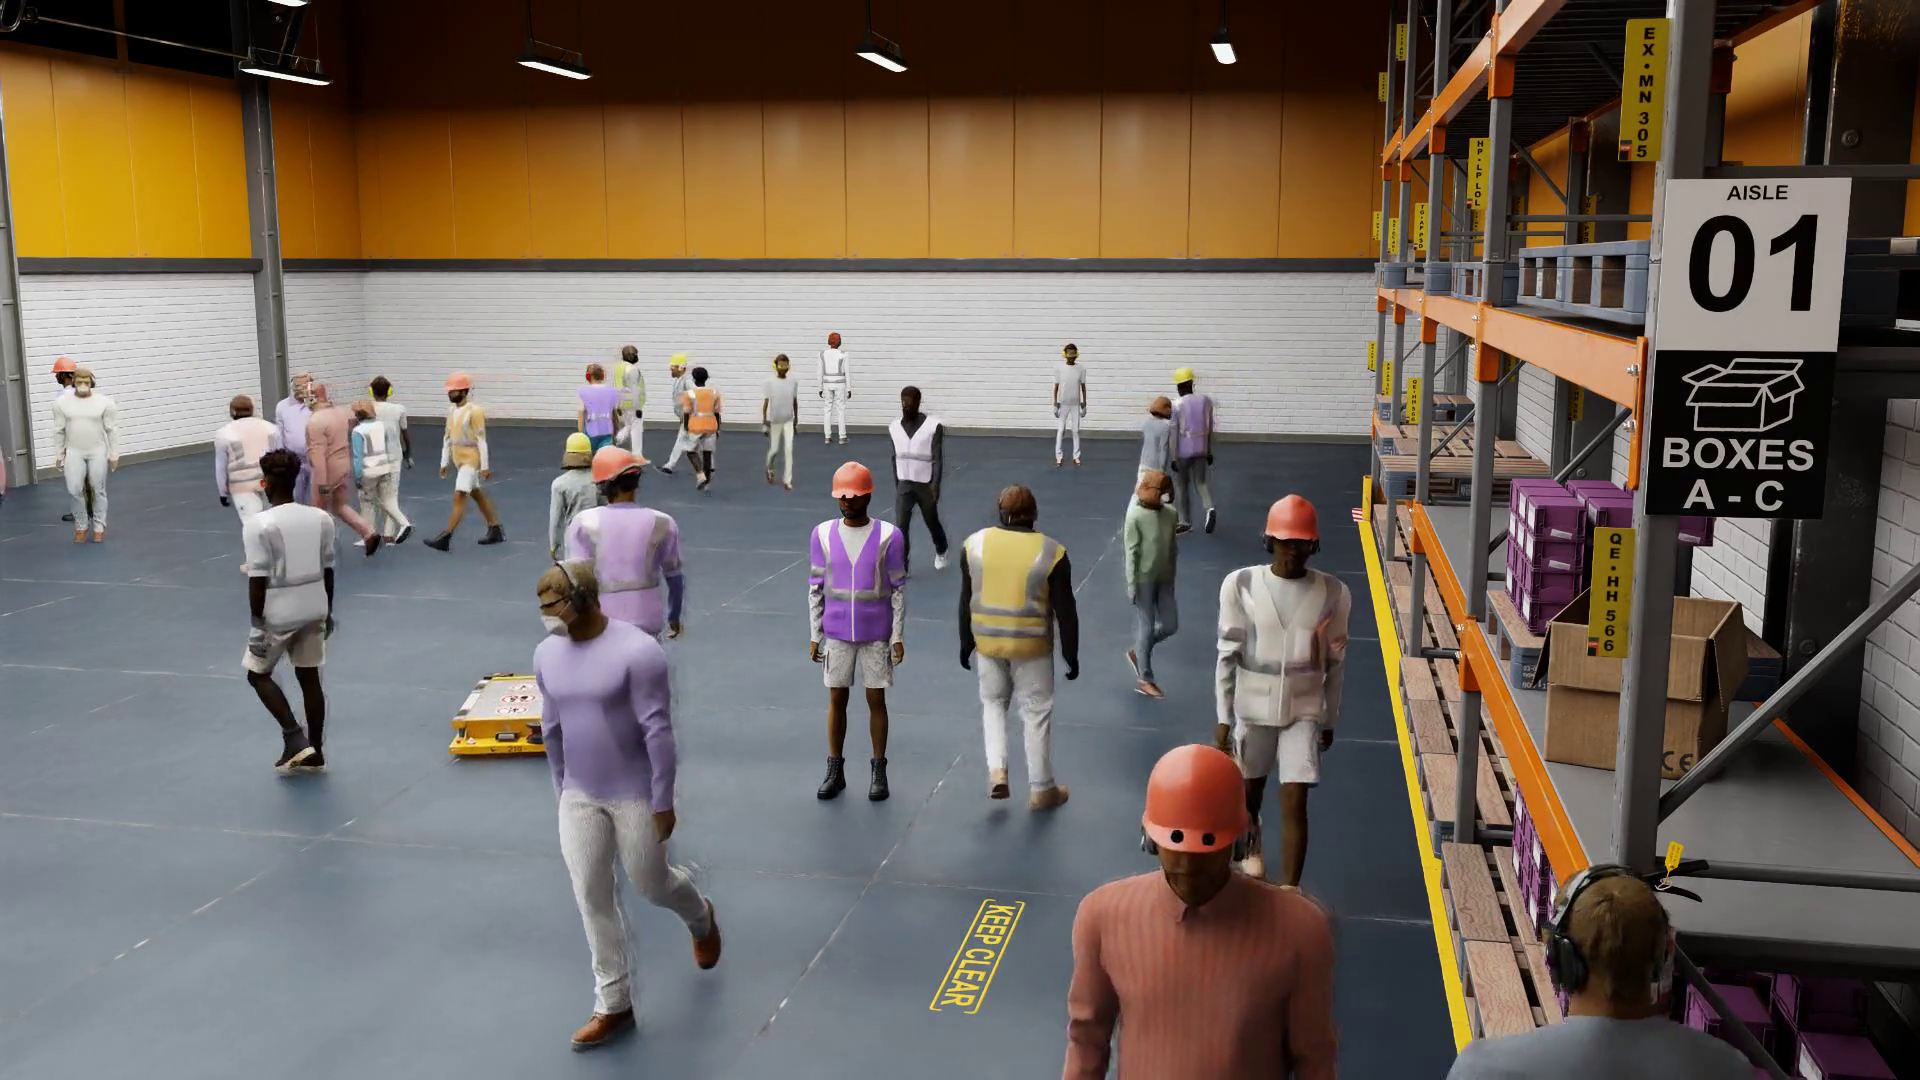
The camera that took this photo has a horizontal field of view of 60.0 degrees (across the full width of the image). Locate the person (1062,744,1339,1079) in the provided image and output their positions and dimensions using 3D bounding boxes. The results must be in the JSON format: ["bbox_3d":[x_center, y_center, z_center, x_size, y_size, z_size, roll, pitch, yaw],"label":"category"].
[{"bbox_3d":[0.532,1.426,3.806,0.645,1.976,0.474,3,10,17],"label":"person"}]

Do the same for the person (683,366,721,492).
[{"bbox_3d":[-3.398,-1.451,22.018,0.547,1.683,0.415,-6,11,-31],"label":"person"}]

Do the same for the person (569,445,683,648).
[{"bbox_3d":[-1.880,0.471,9.431,0.654,2.010,0.789,-2,10,-14],"label":"person"}]

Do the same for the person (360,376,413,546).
[{"bbox_3d":[-6.265,-0.876,18.172,0.503,1.816,0.990,-2,10,-12],"label":"person"}]

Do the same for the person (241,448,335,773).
[{"bbox_3d":[-3.981,0.434,9.848,0.419,1.952,0.636,5,11,29],"label":"person"}]

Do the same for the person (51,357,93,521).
[{"bbox_3d":[-10.518,-1.194,19.715,0.365,1.939,0.542,0,9,-2],"label":"person"}]

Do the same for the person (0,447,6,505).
[{"bbox_3d":[-9.296,-0.480,15.565,0.666,1.887,0.512,-2,10,-15],"label":"person"}]

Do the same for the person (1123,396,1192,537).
[{"bbox_3d":[2.164,-0.798,18.394,0.885,1.573,0.507,-6,11,-32],"label":"person"}]

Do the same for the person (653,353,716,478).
[{"bbox_3d":[-3.948,-1.777,23.766,0.977,1.761,0.605,-4,10,-22],"label":"person"}]

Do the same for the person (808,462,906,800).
[{"bbox_3d":[-0.586,0.518,9.404,0.552,1.935,0.367,1,9,6],"label":"person"}]

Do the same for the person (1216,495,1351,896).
[{"bbox_3d":[1.499,0.759,7.785,0.605,2.009,1.034,1,10,9],"label":"person"}]

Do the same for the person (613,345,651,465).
[{"bbox_3d":[-5.002,-2.014,25.003,0.604,1.826,0.631,-6,11,-33],"label":"person"}]

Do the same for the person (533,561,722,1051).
[{"bbox_3d":[-1.358,0.991,6.695,0.669,1.894,0.841,4,10,22],"label":"person"}]

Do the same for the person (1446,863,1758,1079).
[{"bbox_3d":[1.210,1.559,3.181,0.625,1.908,0.826,-2,10,-10],"label":"person"}]

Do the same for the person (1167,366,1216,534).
[{"bbox_3d":[2.623,-0.995,18.639,0.619,1.896,0.753,-3,10,-20],"label":"person"}]

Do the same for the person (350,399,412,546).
[{"bbox_3d":[-6.212,-0.710,17.770,0.632,1.616,0.531,4,10,21],"label":"person"}]

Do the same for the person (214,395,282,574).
[{"bbox_3d":[-6.764,-0.496,15.949,0.848,1.798,0.645,7,12,37],"label":"person"}]

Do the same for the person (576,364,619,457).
[{"bbox_3d":[-4.553,-1.316,20.888,0.589,1.786,0.992,-6,11,-34],"label":"person"}]

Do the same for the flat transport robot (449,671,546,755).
[{"bbox_3d":[-2.875,1.108,10.859,0.652,0.197,1.431,-1,9,-7],"label":"flat transport robot"}]

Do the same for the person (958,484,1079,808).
[{"bbox_3d":[0.324,0.603,9.227,0.691,1.824,0.434,4,10,20],"label":"person"}]

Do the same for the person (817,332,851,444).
[{"bbox_3d":[-2.116,-2.566,28.142,0.586,1.882,0.340,2,10,14],"label":"person"}]

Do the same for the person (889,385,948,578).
[{"bbox_3d":[-0.395,-0.577,16.192,0.590,1.881,0.914,4,10,21],"label":"person"}]

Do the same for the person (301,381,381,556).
[{"bbox_3d":[-6.309,-0.672,16.780,0.668,1.877,0.671,1,10,9],"label":"person"}]

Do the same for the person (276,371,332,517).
[{"bbox_3d":[-6.961,-0.845,17.718,0.652,1.904,0.403,-1,9,-7],"label":"person"}]

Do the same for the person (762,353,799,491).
[{"bbox_3d":[-2.440,-1.610,22.510,0.524,1.852,0.789,-4,10,-21],"label":"person"}]

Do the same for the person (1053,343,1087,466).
[{"bbox_3d":[1.649,-2.022,24.965,0.512,1.859,0.363,-1,9,-3],"label":"person"}]

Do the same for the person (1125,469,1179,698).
[{"bbox_3d":[1.323,0.296,11.718,0.500,1.622,0.418,-7,12,-36],"label":"person"}]

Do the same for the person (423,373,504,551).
[{"bbox_3d":[-5.327,-0.839,17.754,0.563,1.880,1.009,8,13,41],"label":"person"}]

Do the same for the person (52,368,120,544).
[{"bbox_3d":[-9.461,-0.903,18.023,0.651,1.915,0.595,-4,10,-21],"label":"person"}]

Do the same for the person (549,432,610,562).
[{"bbox_3d":[-2.976,0.013,13.059,0.513,1.719,0.623,-5,11,-29],"label":"person"}]
